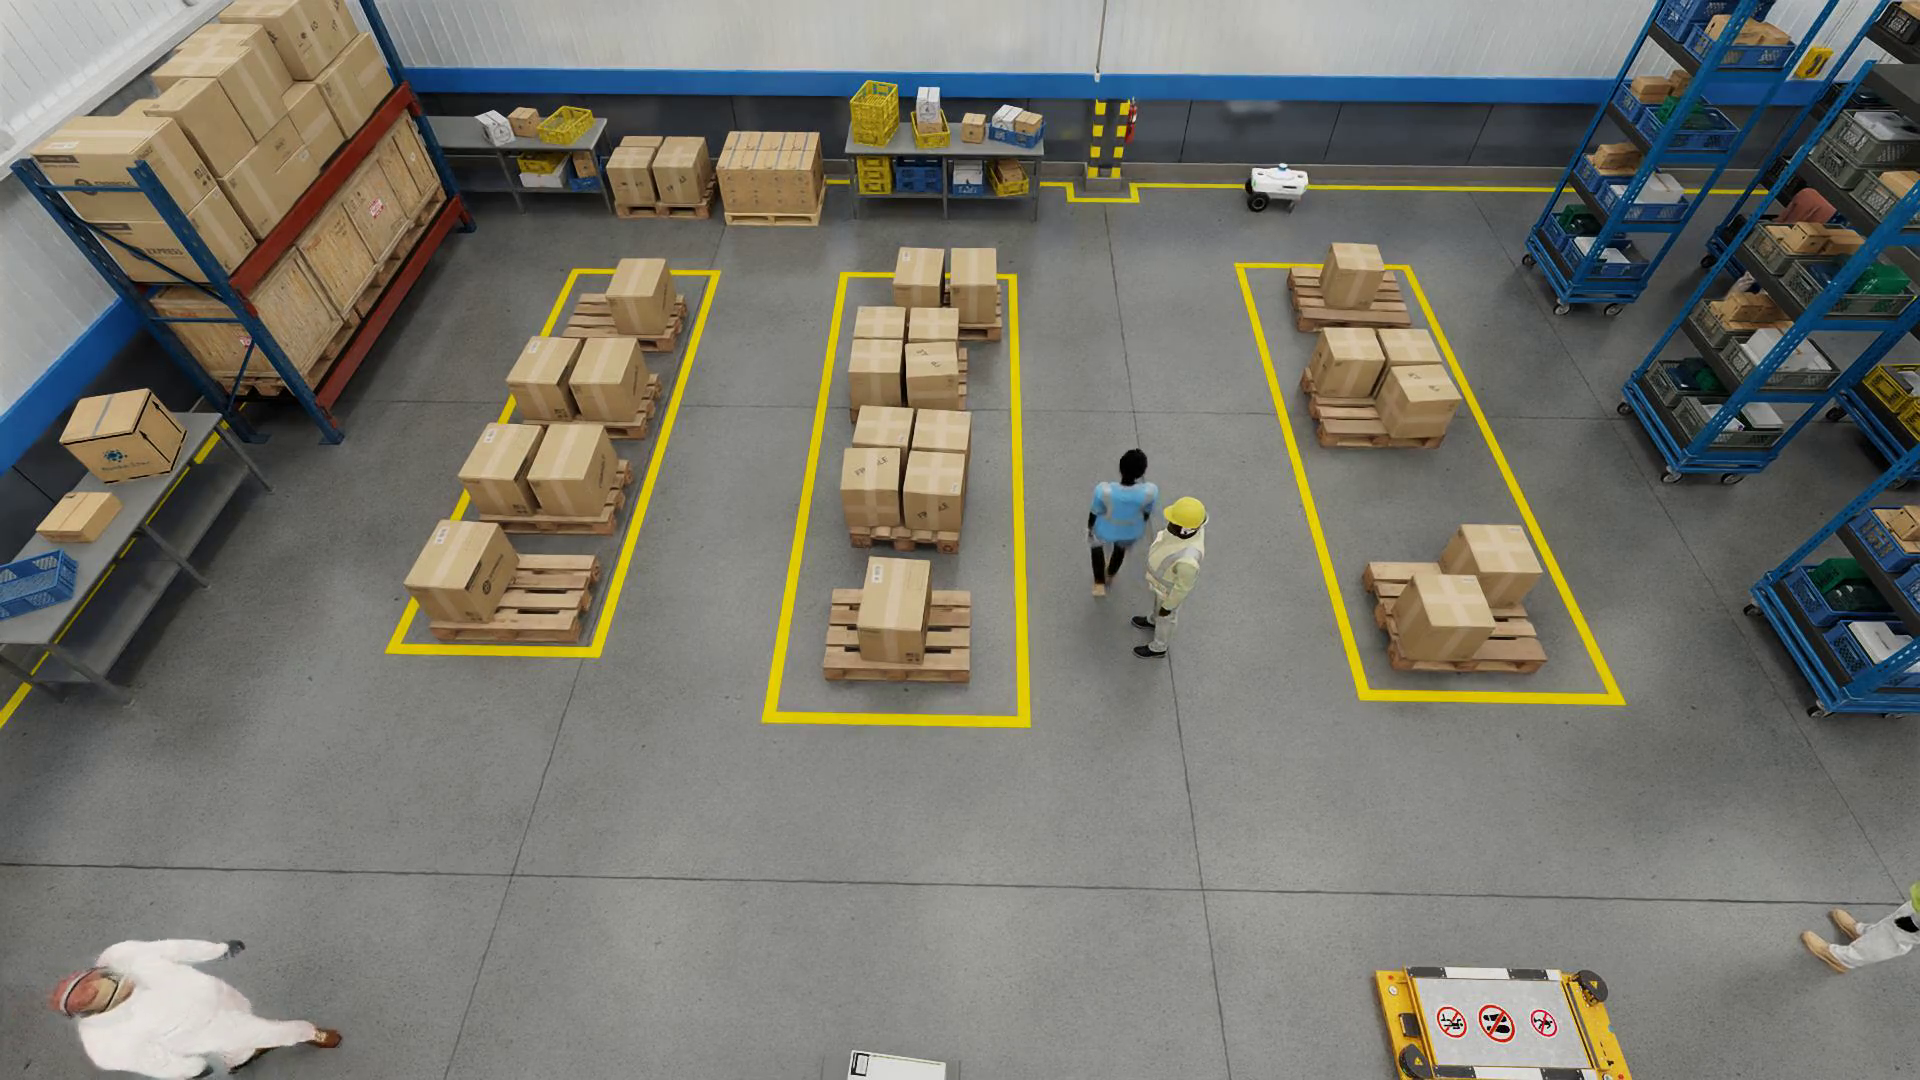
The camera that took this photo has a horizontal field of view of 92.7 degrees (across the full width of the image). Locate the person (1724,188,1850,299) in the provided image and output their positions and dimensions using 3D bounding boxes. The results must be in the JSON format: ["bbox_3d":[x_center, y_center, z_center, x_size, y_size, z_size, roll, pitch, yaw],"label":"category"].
[{"bbox_3d":[8.983,-3.125,9.923,0.412,1.982,0.619,-19,53,-15],"label":"person"}]

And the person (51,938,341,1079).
[{"bbox_3d":[-4.374,2.693,5.242,0.613,1.879,0.740,-21,54,-16],"label":"person"}]

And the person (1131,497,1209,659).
[{"bbox_3d":[1.644,0.301,7.222,0.403,1.833,0.586,5,51,4],"label":"person"}]

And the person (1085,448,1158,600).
[{"bbox_3d":[1.322,-0.093,7.641,0.555,1.676,0.449,0,51,0],"label":"person"}]

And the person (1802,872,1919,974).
[{"bbox_3d":[6.082,2.231,5.644,0.638,1.841,0.429,-20,54,-16],"label":"person"}]

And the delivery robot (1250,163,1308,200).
[{"bbox_3d":[4.195,-4.713,12.070,0.707,0.478,0.477,5,51,4],"label":"delivery robot"}]

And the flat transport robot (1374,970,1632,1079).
[{"bbox_3d":[3.501,3.133,5.914,1.431,0.197,0.652,1,51,1],"label":"flat transport robot"}]
